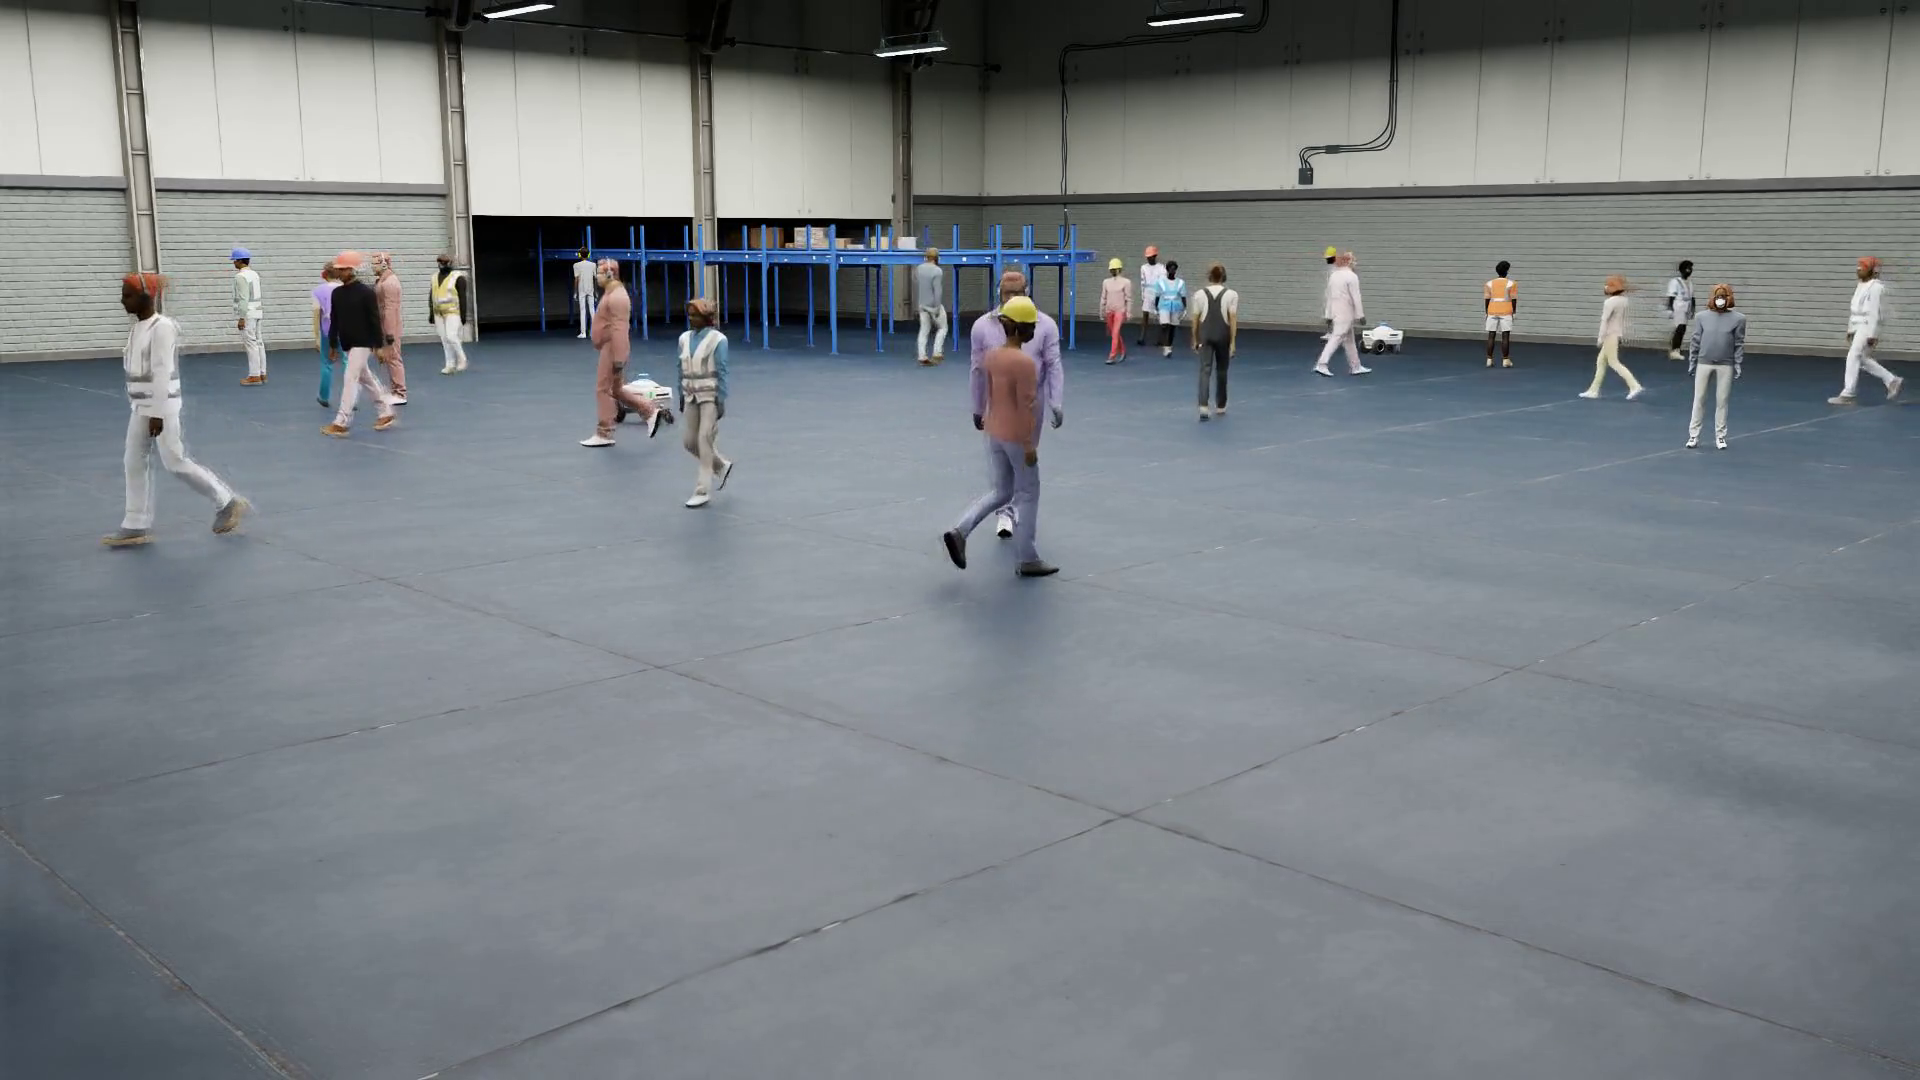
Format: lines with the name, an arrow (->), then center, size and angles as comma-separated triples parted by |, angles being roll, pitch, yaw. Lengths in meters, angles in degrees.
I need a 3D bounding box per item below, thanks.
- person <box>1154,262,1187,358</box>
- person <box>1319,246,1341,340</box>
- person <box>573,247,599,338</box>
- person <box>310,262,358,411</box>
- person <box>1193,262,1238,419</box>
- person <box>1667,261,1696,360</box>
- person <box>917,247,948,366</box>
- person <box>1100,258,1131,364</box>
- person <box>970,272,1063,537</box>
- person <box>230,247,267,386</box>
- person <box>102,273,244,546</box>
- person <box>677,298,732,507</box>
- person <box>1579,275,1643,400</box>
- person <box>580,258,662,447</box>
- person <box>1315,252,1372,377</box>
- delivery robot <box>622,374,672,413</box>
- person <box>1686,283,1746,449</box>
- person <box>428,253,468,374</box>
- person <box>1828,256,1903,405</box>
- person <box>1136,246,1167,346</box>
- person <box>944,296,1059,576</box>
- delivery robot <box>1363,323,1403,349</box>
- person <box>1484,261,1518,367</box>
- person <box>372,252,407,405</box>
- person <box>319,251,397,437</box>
person -> 3.645, -3.964, 28.683 | 0.547, 1.643, 0.877 | -1, 10, -4
person -> 7.484, -4.930, 33.323 | 0.546, 1.882, 0.629 | 1, 10, 7
person -> -7.750, -5.122, 34.426 | 0.531, 1.871, 0.322 | -6, 12, -29
person -> -7.597, -2.479, 20.242 | 0.580, 1.781, 0.997 | -8, 13, -37
person -> 2.955, -2.321, 19.351 | 0.523, 1.804, 0.951 | 3, 11, 17
person -> 12.226, -3.863, 28.045 | 0.556, 1.678, 0.516 | -6, 12, -31
person -> -0.436, -3.798, 27.085 | 0.625, 1.919, 0.642 | -9, 14, -41
person -> 2.614, -3.815, 27.666 | 0.531, 1.736, 0.778 | 7, 12, 33
person -> 0.403, -0.975, 11.884 | 0.659, 1.850, 1.007 | 0, 10, -1
person -> -10.120, -3.181, 23.626 | 0.406, 1.945, 0.613 | -1, 10, -4
person -> -5.508, -0.913, 11.500 | 0.575, 1.863, 0.864 | 9, 14, 40
person -> -2.012, -1.103, 13.181 | 0.537, 1.623, 0.607 | 7, 13, 34
person -> 8.460, -2.614, 21.475 | 0.808, 1.599, 0.513 | 9, 14, 41
person -> -3.451, -1.896, 16.789 | 0.763, 1.883, 0.655 | -3, 11, -13
person -> 5.796, -3.401, 25.112 | 1.011, 1.865, 0.639 | -2, 11, -13
delivery robot -> -3.595, -1.648, 18.928 | 0.707, 0.478, 0.477 | 10, 14, 43
person -> 7.533, -1.733, 16.583 | 0.499, 1.634, 0.278 | 5, 11, 25
person -> -7.844, -3.456, 25.436 | 0.621, 1.831, 0.432 | 5, 11, 24
person -> 11.423, -2.621, 20.837 | 0.789, 1.861, 0.586 | 3, 11, 14
person -> 3.666, -4.637, 31.721 | 0.557, 1.883, 0.955 | 5, 11, 24
person -> 0.272, -0.631, 10.276 | 0.670, 1.746, 0.528 | -5, 12, -27
delivery robot -> 7.613, -3.670, 29.956 | 0.707, 0.478, 0.477 | -5, 11, -24
person -> 8.714, -3.640, 26.811 | 0.529, 1.697, 0.321 | 8, 13, 36
person -> -7.212, -2.658, 20.928 | 0.401, 1.899, 0.636 | -4, 11, -21
person -> -6.469, -2.105, 17.790 | 0.635, 1.943, 1.054 | 6, 12, 31
